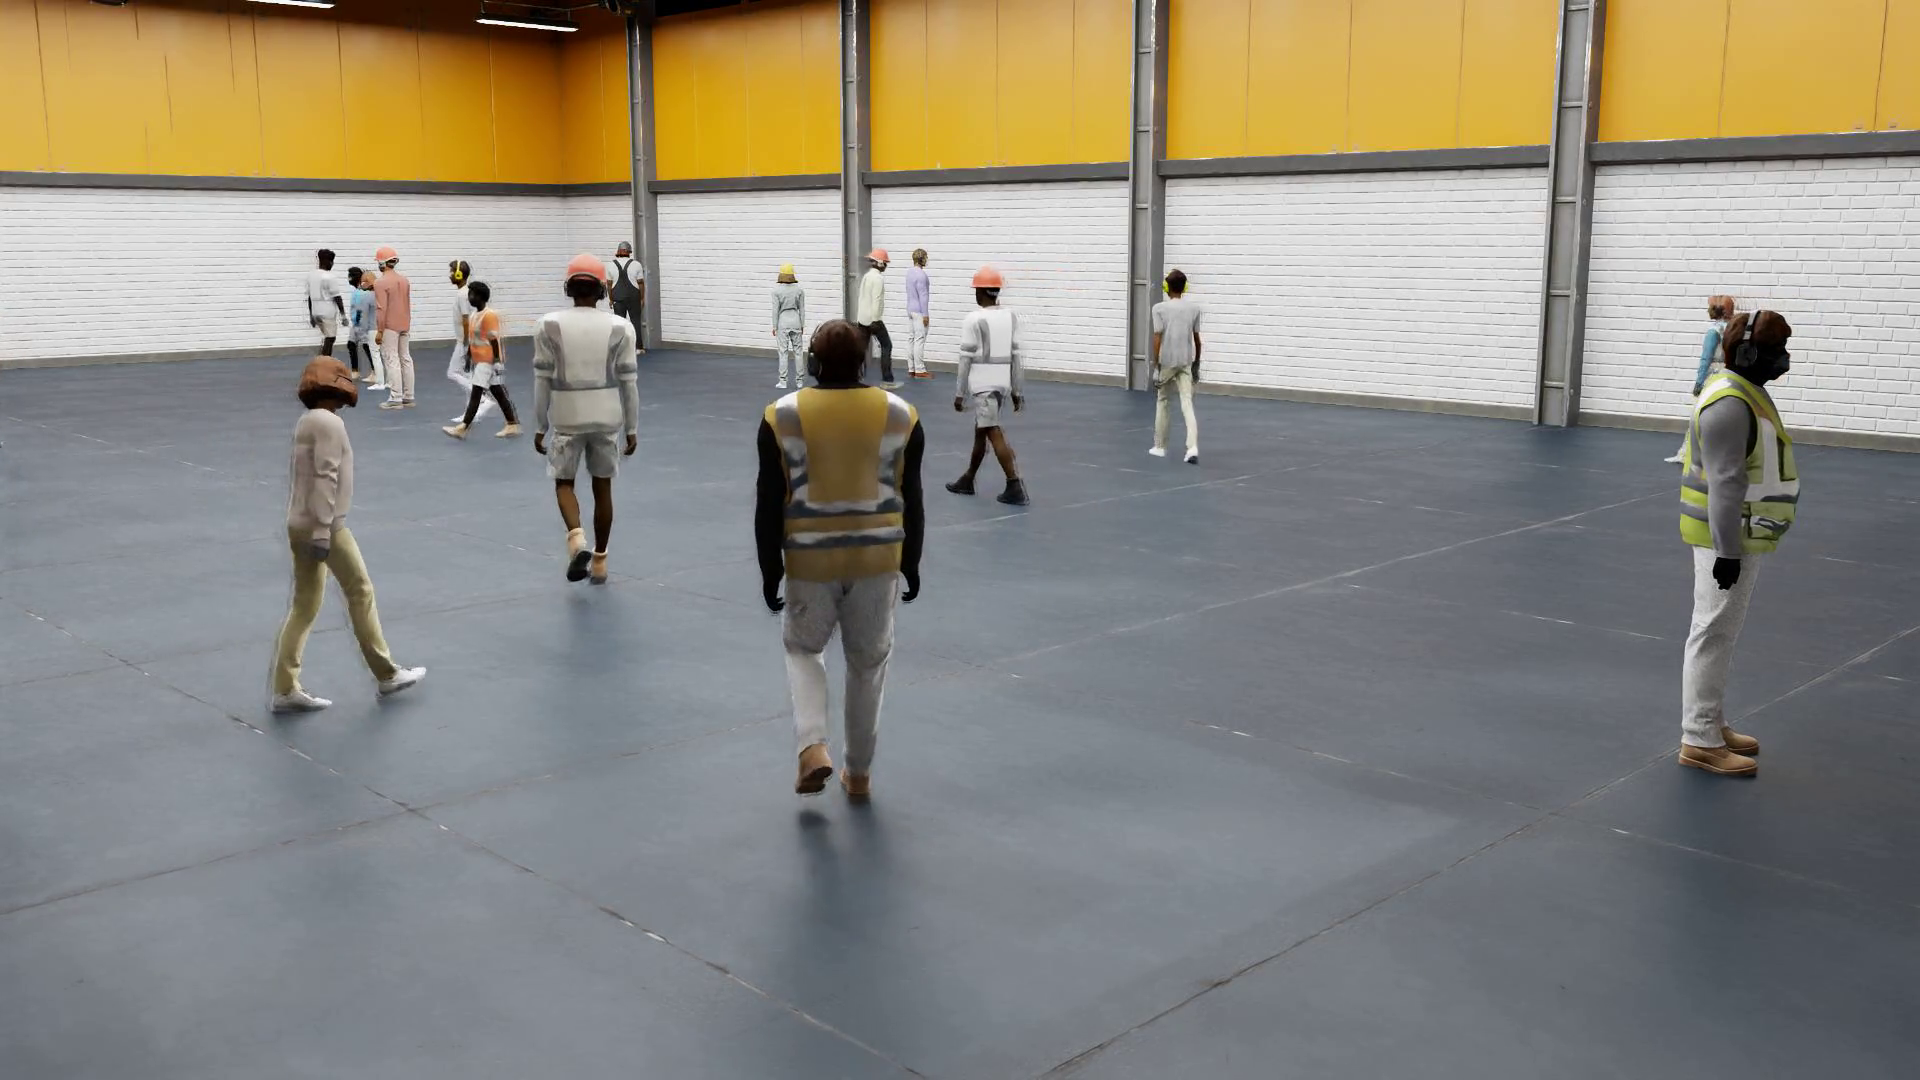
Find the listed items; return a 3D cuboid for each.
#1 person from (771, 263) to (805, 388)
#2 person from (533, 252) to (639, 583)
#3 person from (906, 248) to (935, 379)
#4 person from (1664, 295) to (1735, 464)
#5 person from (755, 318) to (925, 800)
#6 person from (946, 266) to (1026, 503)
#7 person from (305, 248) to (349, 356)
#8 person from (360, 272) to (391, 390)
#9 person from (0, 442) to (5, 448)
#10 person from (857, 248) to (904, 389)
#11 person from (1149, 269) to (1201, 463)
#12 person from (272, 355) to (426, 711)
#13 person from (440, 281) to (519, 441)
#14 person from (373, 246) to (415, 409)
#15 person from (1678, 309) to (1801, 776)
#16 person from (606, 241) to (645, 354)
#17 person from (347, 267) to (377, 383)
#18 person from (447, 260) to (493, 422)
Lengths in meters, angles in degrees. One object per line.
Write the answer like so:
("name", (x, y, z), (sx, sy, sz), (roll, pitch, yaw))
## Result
("person", (-2.407, -2.998, 23.304), (0.485, 1.744, 0.295), (-4, 11, -23))
("person", (-2.253, -0.714, 10.060), (0.638, 2.030, 0.578), (-3, 11, -15))
("person", (-0.609, -3.371, 24.809), (0.372, 1.940, 0.630), (-4, 11, -22))
("person", (6.970, -1.446, 15.236), (0.859, 1.598, 0.524), (9, 14, 41))
("person", (-0.441, 0.091, 6.224), (0.638, 1.828, 0.444), (-1, 10, -8))
("person", (0.226, -1.248, 13.386), (0.558, 1.890, 0.977), (-10, 14, -42))
("person", (-9.435, -3.374, 24.838), (0.599, 1.936, 0.482), (8, 13, 36))
("person", (-8.093, -2.887, 23.043), (0.309, 1.624, 0.492), (5, 11, 23))
("person", (-10.169, -1.829, 16.555), (1.001, 1.892, 0.655), (1, 10, 3))
("person", (-1.153, -3.040, 22.987), (0.918, 1.936, 0.625), (-5, 12, -27))
("person", (2.071, -1.651, 15.763), (0.534, 1.827, 0.972), (-2, 11, -12))
("person", (-2.820, -0.038, 7.560), (0.765, 1.586, 0.566), (-9, 14, -40))
("person", (-5.021, -1.857, 17.317), (0.870, 1.645, 0.552), (-6, 12, -30))
("person", (-7.008, -2.614, 20.524), (0.393, 1.995, 0.612), (3, 11, 18))
("person", (3.114, 0.003, 6.674), (0.429, 1.841, 0.633), (6, 12, 28))
("person", (-5.980, -4.347, 29.851), (0.674, 2.000, 0.535), (0, 10, 0))
("person", (-8.753, -3.103, 24.061), (0.668, 1.670, 0.545), (-5, 11, -24))
("person", (-5.631, -2.255, 18.943), (0.439, 1.856, 0.519), (0, 10, -1))
